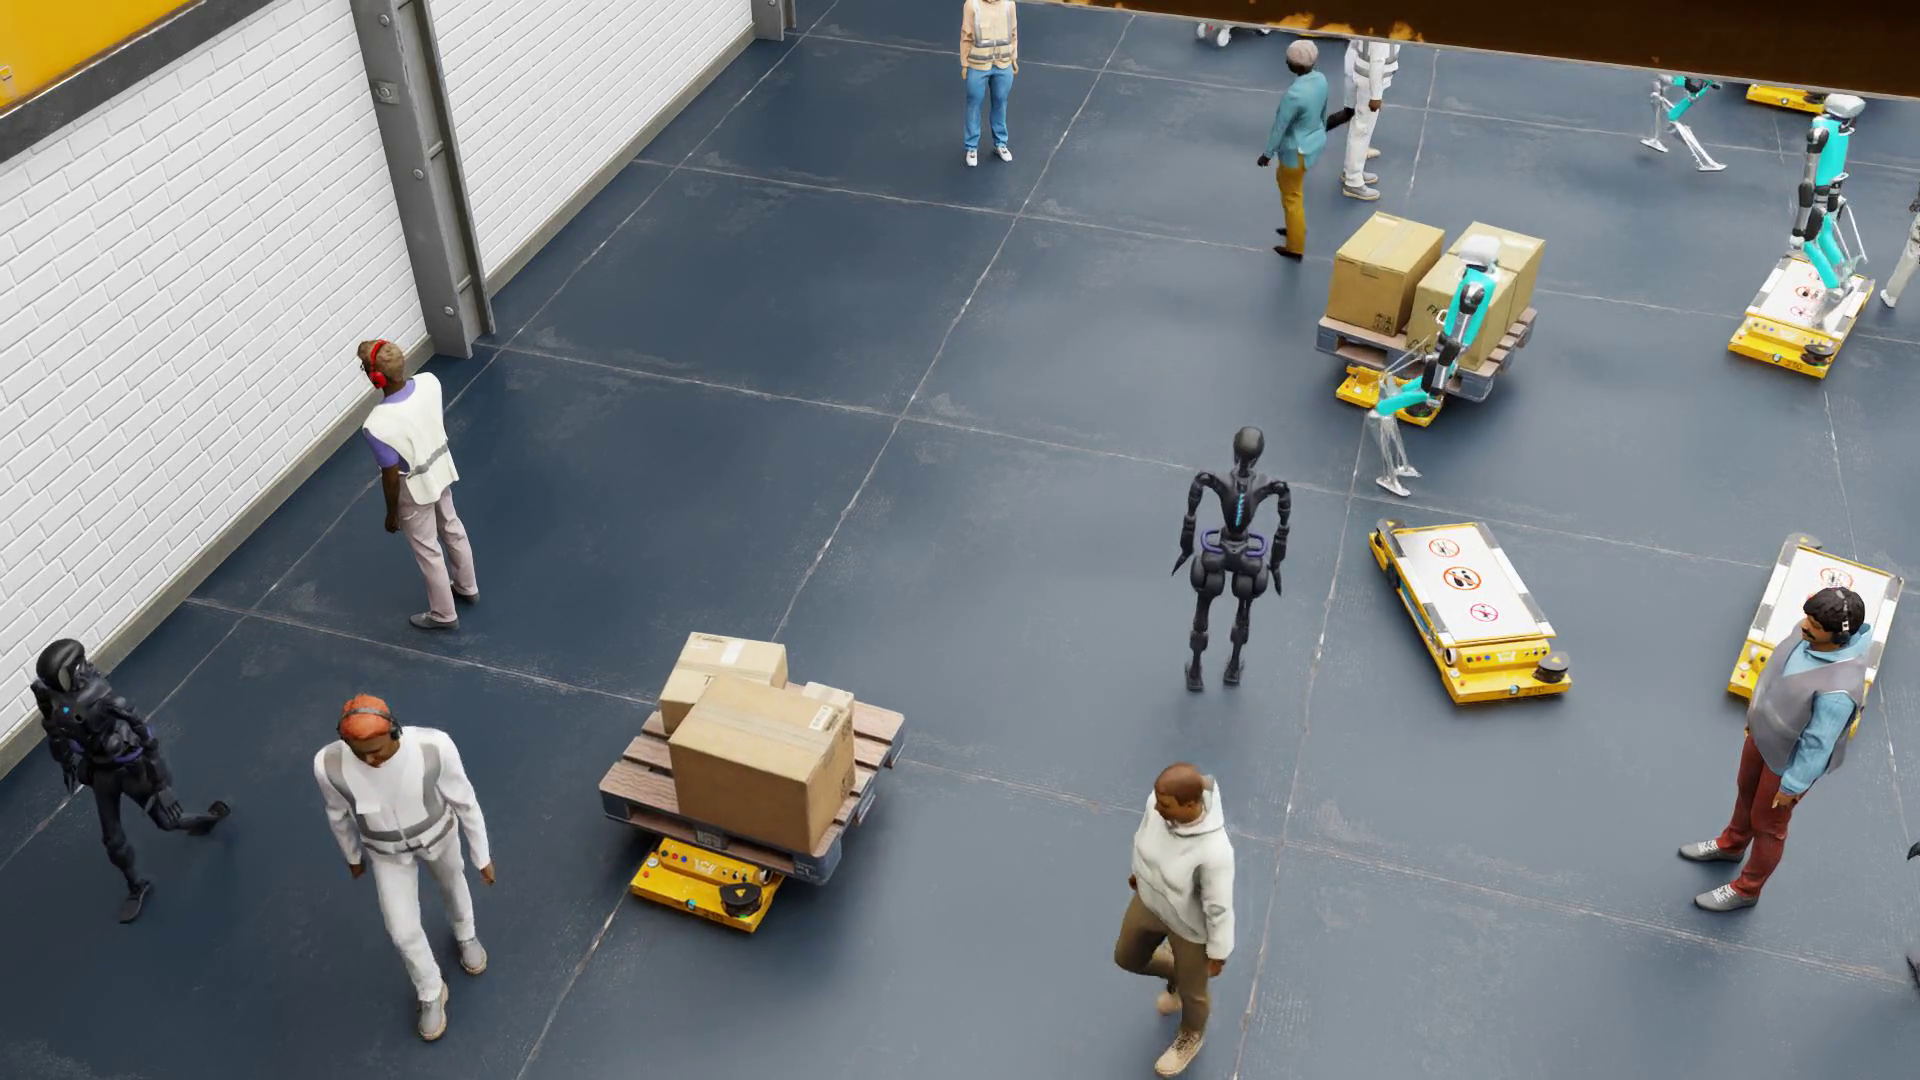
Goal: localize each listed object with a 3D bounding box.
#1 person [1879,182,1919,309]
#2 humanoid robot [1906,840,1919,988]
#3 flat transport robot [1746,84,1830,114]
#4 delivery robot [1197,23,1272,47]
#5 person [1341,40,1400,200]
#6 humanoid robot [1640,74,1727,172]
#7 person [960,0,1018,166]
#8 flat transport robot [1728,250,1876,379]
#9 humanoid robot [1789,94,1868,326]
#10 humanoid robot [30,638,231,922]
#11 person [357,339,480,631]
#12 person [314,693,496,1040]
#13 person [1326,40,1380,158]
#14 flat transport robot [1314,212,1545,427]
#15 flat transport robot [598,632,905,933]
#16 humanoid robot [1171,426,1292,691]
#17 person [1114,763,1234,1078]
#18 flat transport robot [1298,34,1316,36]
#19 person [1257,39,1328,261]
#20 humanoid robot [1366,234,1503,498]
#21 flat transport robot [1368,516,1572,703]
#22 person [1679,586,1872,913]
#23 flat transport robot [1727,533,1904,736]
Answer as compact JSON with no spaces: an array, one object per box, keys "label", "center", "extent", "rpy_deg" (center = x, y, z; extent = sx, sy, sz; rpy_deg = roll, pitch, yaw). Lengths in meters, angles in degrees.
[{"label":"person","center":[7.087,-2.386,11.885],"extent":[0.519,1.628,0.313],"rpy_deg":[10,40,12]},{"label":"humanoid robot","center":[4.479,1.365,7.185],"extent":[0.589,1.657,0.325],"rpy_deg":[10,40,12]},{"label":"flat transport robot","center":[7.778,-4.351,15.416],"extent":[0.659,0.231,1.431],"rpy_deg":[20,43,23]},{"label":"delivery robot","center":[2.708,-5.176,16.229],"extent":[0.797,0.613,0.499],"rpy_deg":[-27,46,-29]},{"label":"person","center":[3.306,-3.657,13.265],"extent":[0.356,1.884,0.573],"rpy_deg":[6,39,7]},{"label":"humanoid robot","center":[6.001,-3.855,13.642],"extent":[0.557,1.733,1.045],"rpy_deg":[-28,47,-31]},{"label":"person","center":[0.232,-3.966,13.772],"extent":[0.495,1.729,0.366],"rpy_deg":[-11,40,-13]},{"label":"flat transport robot","center":[6.127,-1.655,12.063],"extent":[0.659,0.231,1.431],"rpy_deg":[24,45,27]},{"label":"humanoid robot","center":[6.072,-2.134,11.492],"extent":[0.602,1.789,0.813],"rpy_deg":[-30,48,-32]},{"label":"humanoid robot","center":[-3.854,0.986,7.682],"extent":[0.597,1.618,0.681],"rpy_deg":[8,39,9]},{"label":"person","center":[-2.950,-0.288,9.106],"extent":[0.391,1.843,0.563],"rpy_deg":[12,40,15]},{"label":"person","center":[-2.307,1.342,7.062],"extent":[0.612,1.854,0.741],"rpy_deg":[-11,40,-13]},{"label":"person","center":[3.223,-3.903,13.744],"extent":[0.681,1.664,0.551],"rpy_deg":[6,39,7]},{"label":"flat transport robot","center":[3.219,-1.284,11.601],"extent":[0.659,0.231,1.431],"rpy_deg":[23,44,26]},{"label":"flat transport robot","center":[-1.020,1.301,8.386],"extent":[0.659,0.231,1.431],"rpy_deg":[14,41,17]},{"label":"humanoid robot","center":[1.416,0.107,8.745],"extent":[0.585,1.654,0.321],"rpy_deg":[5,39,7]},{"label":"person","center":[0.912,1.556,6.881],"extent":[0.437,1.744,0.607],"rpy_deg":[-24,45,-27]},{"label":"flat transport robot","center":[3.714,-5.401,16.723],"extent":[0.659,0.231,1.431],"rpy_deg":[5,39,6]},{"label":"person","center":[2.492,-2.921,12.462],"extent":[0.503,1.732,0.541],"rpy_deg":[27,46,29]},{"label":"humanoid robot","center":[2.808,-1.091,10.166],"extent":[0.721,1.755,0.534],"rpy_deg":[17,42,19]},{"label":"flat transport robot","center":[2.906,0.357,9.560],"extent":[0.659,0.231,1.431],"rpy_deg":[-5,39,-7]},{"label":"person","center":[3.753,0.948,7.548],"extent":[0.415,1.873,0.534],"rpy_deg":[2,39,3]},{"label":"flat transport robot","center":[4.849,0.497,9.386],"extent":[0.659,0.231,1.431],"rpy_deg":[22,44,25]}]
